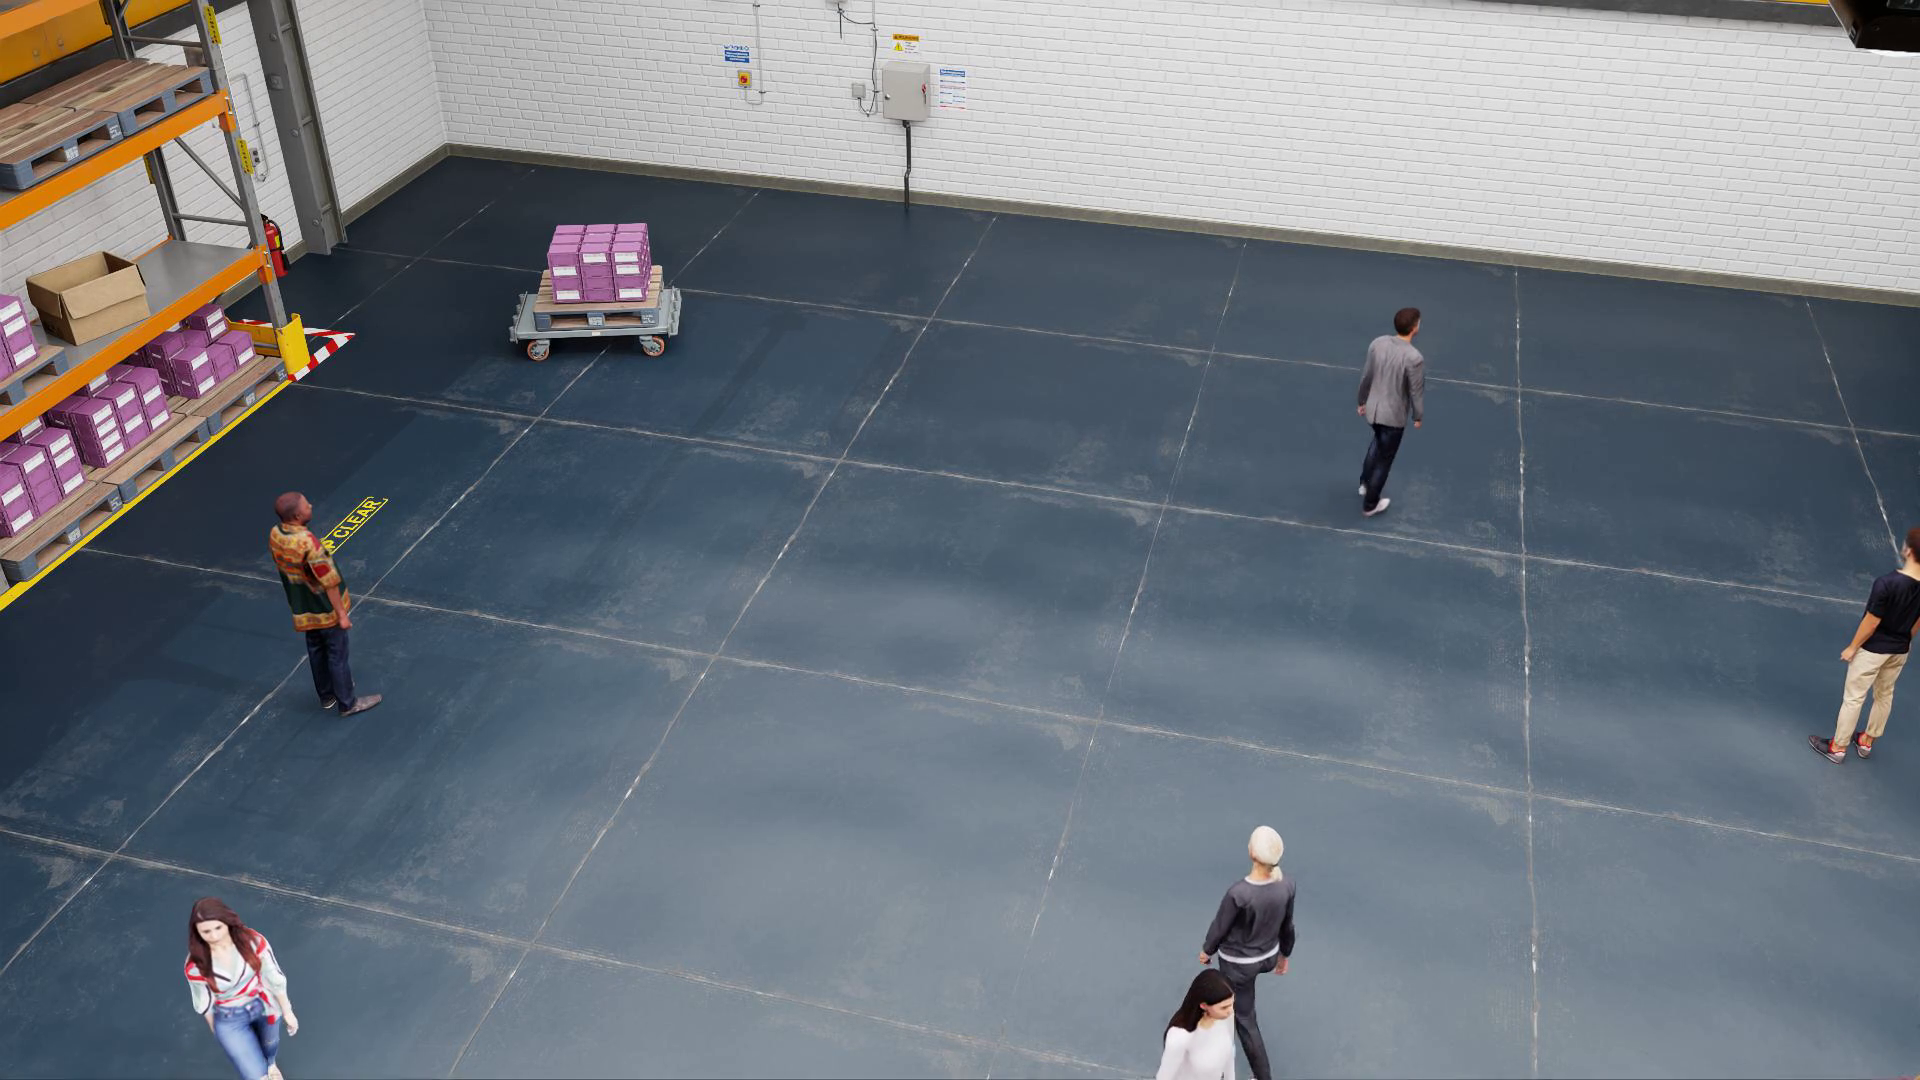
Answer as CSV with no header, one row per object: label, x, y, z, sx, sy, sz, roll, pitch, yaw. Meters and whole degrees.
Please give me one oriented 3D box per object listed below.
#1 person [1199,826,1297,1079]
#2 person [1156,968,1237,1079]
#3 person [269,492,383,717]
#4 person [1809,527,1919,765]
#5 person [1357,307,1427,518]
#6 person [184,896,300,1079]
person,1.599,2.296,8.979,1.050,1.690,1.147,-15,36,-21
person,1.066,2.716,8.261,0.952,1.786,0.952,-28,43,-35
person,-4.507,0.447,11.654,0.792,1.808,0.788,22,39,29
person,6.221,0.719,11.203,0.705,1.854,0.687,-7,34,-10
person,3.506,-1.033,13.839,0.892,1.854,0.846,-22,39,-29
person,-3.802,2.459,8.844,1.055,1.568,1.044,-23,40,-31
